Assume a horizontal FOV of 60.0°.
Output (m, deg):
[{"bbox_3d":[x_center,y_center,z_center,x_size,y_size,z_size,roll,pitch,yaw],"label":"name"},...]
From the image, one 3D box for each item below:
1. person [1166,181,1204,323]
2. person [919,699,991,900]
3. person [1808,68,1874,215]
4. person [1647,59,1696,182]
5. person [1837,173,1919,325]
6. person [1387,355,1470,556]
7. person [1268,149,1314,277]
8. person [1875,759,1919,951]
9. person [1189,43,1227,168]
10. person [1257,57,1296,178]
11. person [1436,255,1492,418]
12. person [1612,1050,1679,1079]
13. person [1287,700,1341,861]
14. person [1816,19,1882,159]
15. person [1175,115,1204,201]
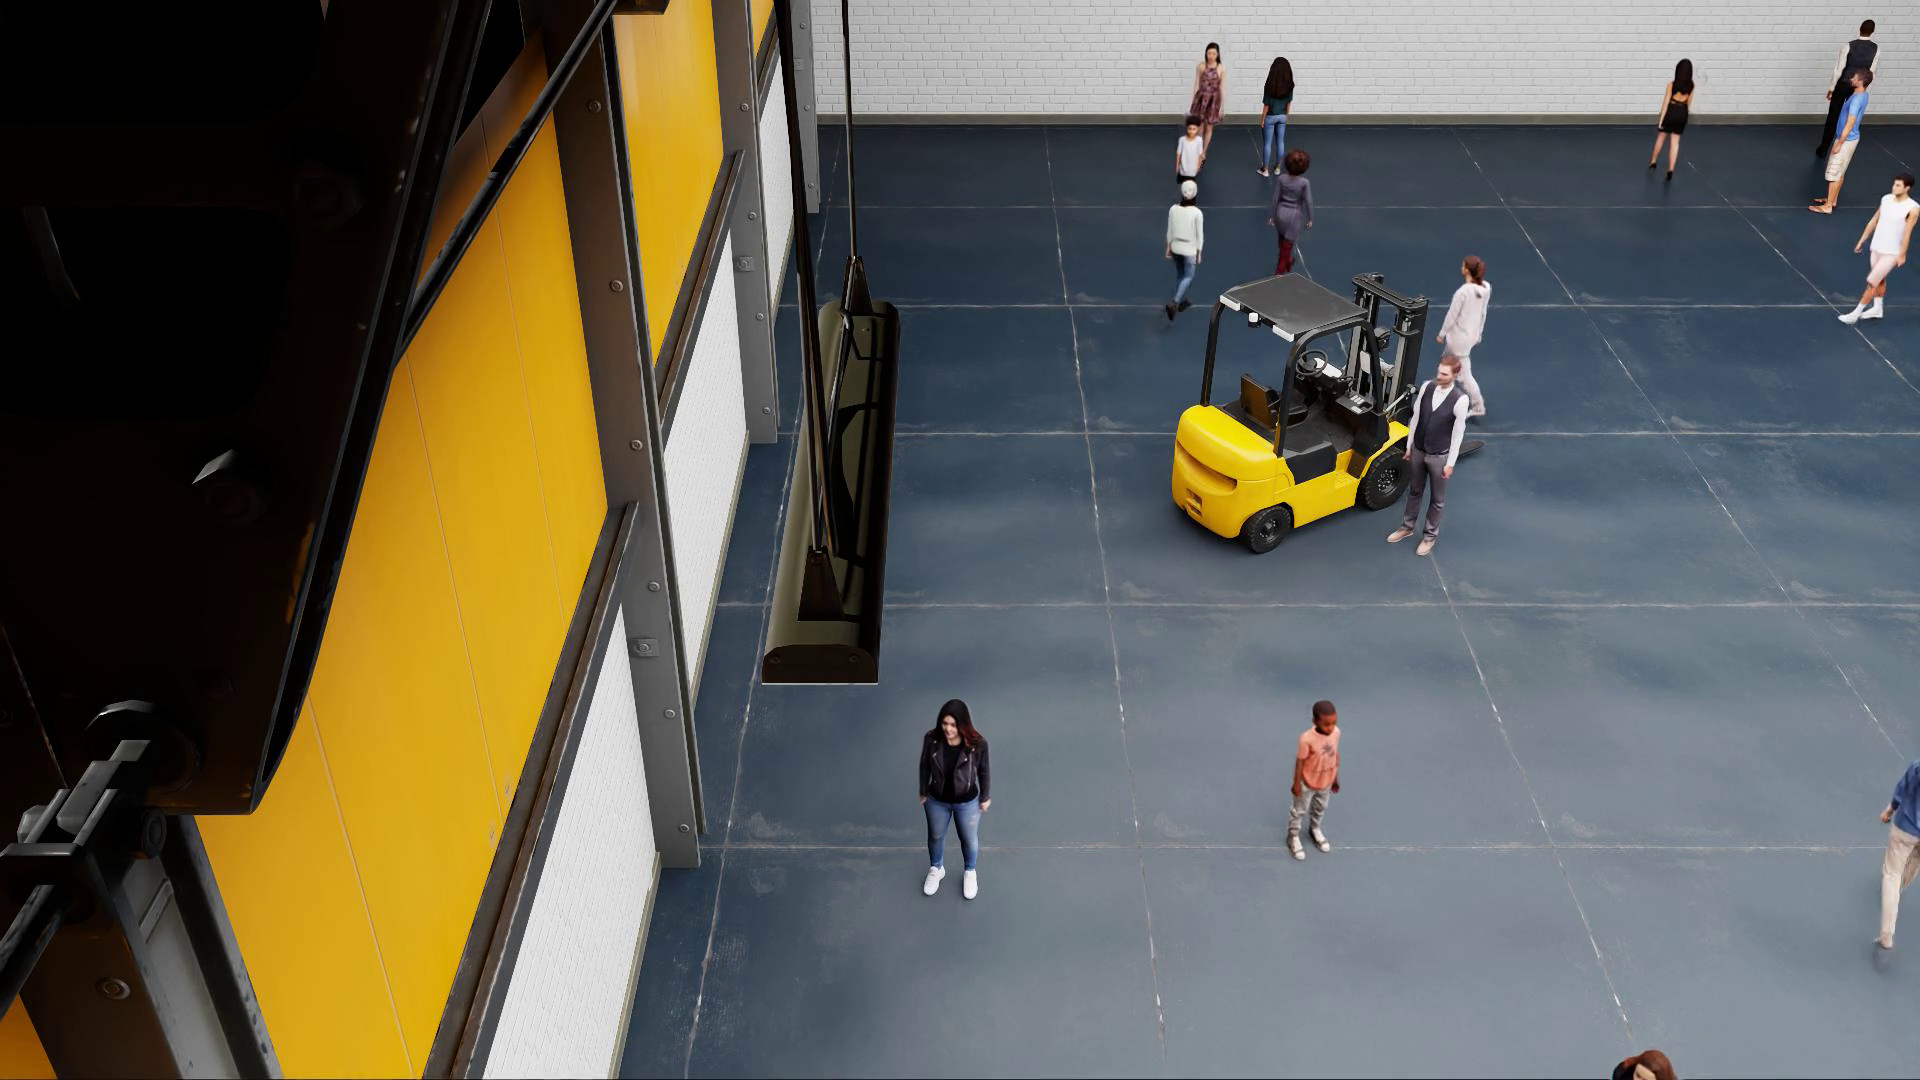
[{"bbox_3d":[2.513,-3.257,18.825,0.891,1.629,1.058,18,38,25],"label":"person"},{"bbox_3d":[-0.045,1.747,11.293,0.678,1.634,0.610,5,34,8],"label":"person"},{"bbox_3d":[11.438,-5.161,21.479,0.789,1.863,0.696,22,40,30],"label":"person"},{"bbox_3d":[9.651,-5.623,22.391,0.628,1.621,0.931,4,34,6],"label":"person"},{"bbox_3d":[10.522,-3.280,18.741,0.875,1.761,0.940,-8,34,-11],"label":"person"},{"bbox_3d":[4.224,-0.797,14.840,0.800,1.944,0.731,-27,42,-34],"label":"person"},{"bbox_3d":[3.810,-3.683,19.423,0.958,1.676,1.148,18,38,25],"label":"person"},{"bbox_3d":[6.303,1.973,10.922,0.870,1.668,1.176,11,35,16],"label":"person"},{"bbox_3d":[3.410,-5.955,22.778,0.726,1.747,0.919,6,34,9],"label":"person"},{"bbox_3d":[4.285,-5.754,22.592,0.654,1.617,0.663,-7,34,-11],"label":"person"},{"bbox_3d":[5.201,-2.039,16.972,1.064,1.651,1.171,-25,41,-32],"label":"person"},{"bbox_3d":[3.710,3.290,9.120,0.986,1.470,0.951,-26,42,-34],"label":"person"},{"bbox_3d":[2.496,1.655,11.724,0.549,1.309,0.561,-12,35,-17],"label":"person"},{"bbox_3d":[12.336,-6.254,23.072,0.769,1.918,0.705,11,35,16],"label":"person"},{"bbox_3d":[2.986,-4.938,21.698,0.573,1.248,0.776,5,34,8],"label":"person"}]
